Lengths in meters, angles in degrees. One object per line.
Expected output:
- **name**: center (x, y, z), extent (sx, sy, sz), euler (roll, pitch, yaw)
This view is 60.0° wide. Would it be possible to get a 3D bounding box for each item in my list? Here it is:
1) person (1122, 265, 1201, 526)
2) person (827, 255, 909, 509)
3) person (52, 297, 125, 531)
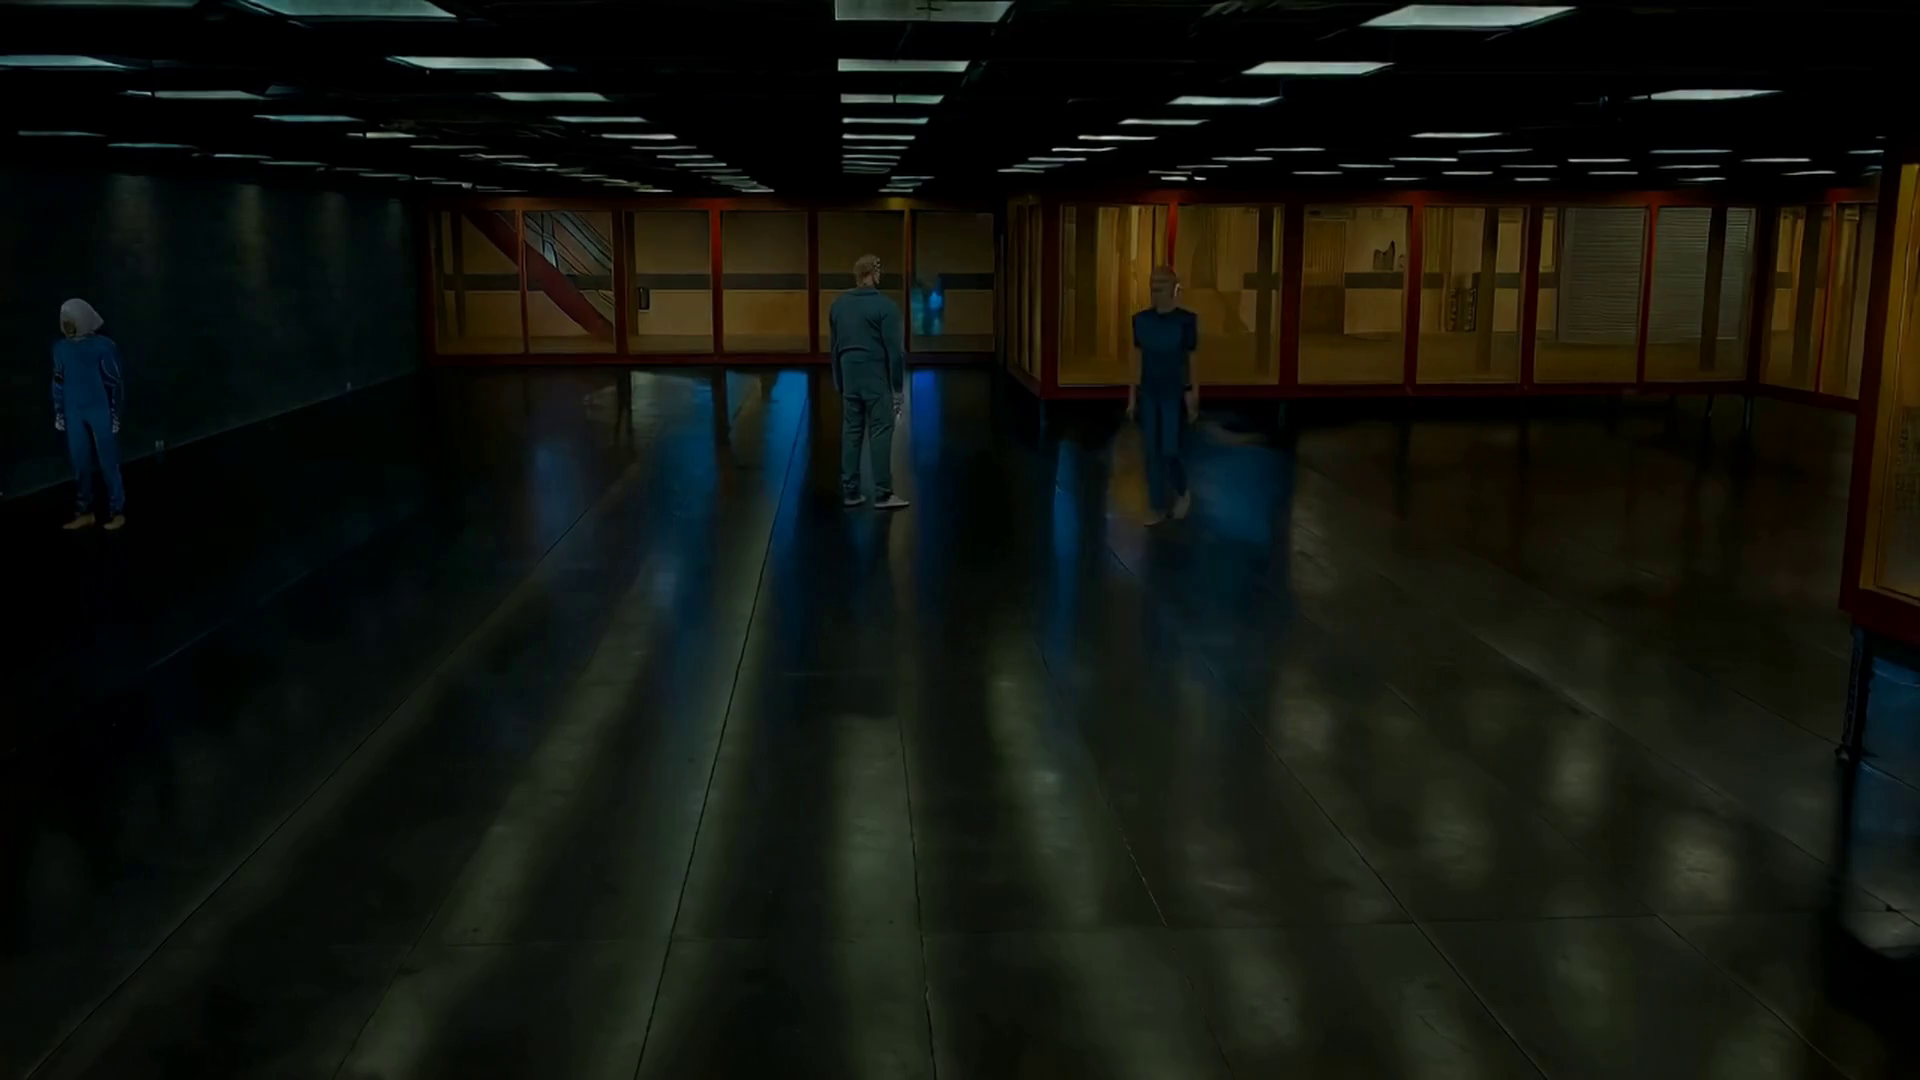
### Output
- **person**: center (1.425, -1.020, 11.836), extent (0.520, 1.856, 0.429), euler (6, 12, 31)
- **person**: center (-0.677, -1.188, 12.588), extent (0.636, 1.911, 0.405), euler (7, 13, 33)
- **person**: center (-6.103, -0.875, 11.643), extent (0.499, 1.633, 0.278), euler (1, 11, 7)
